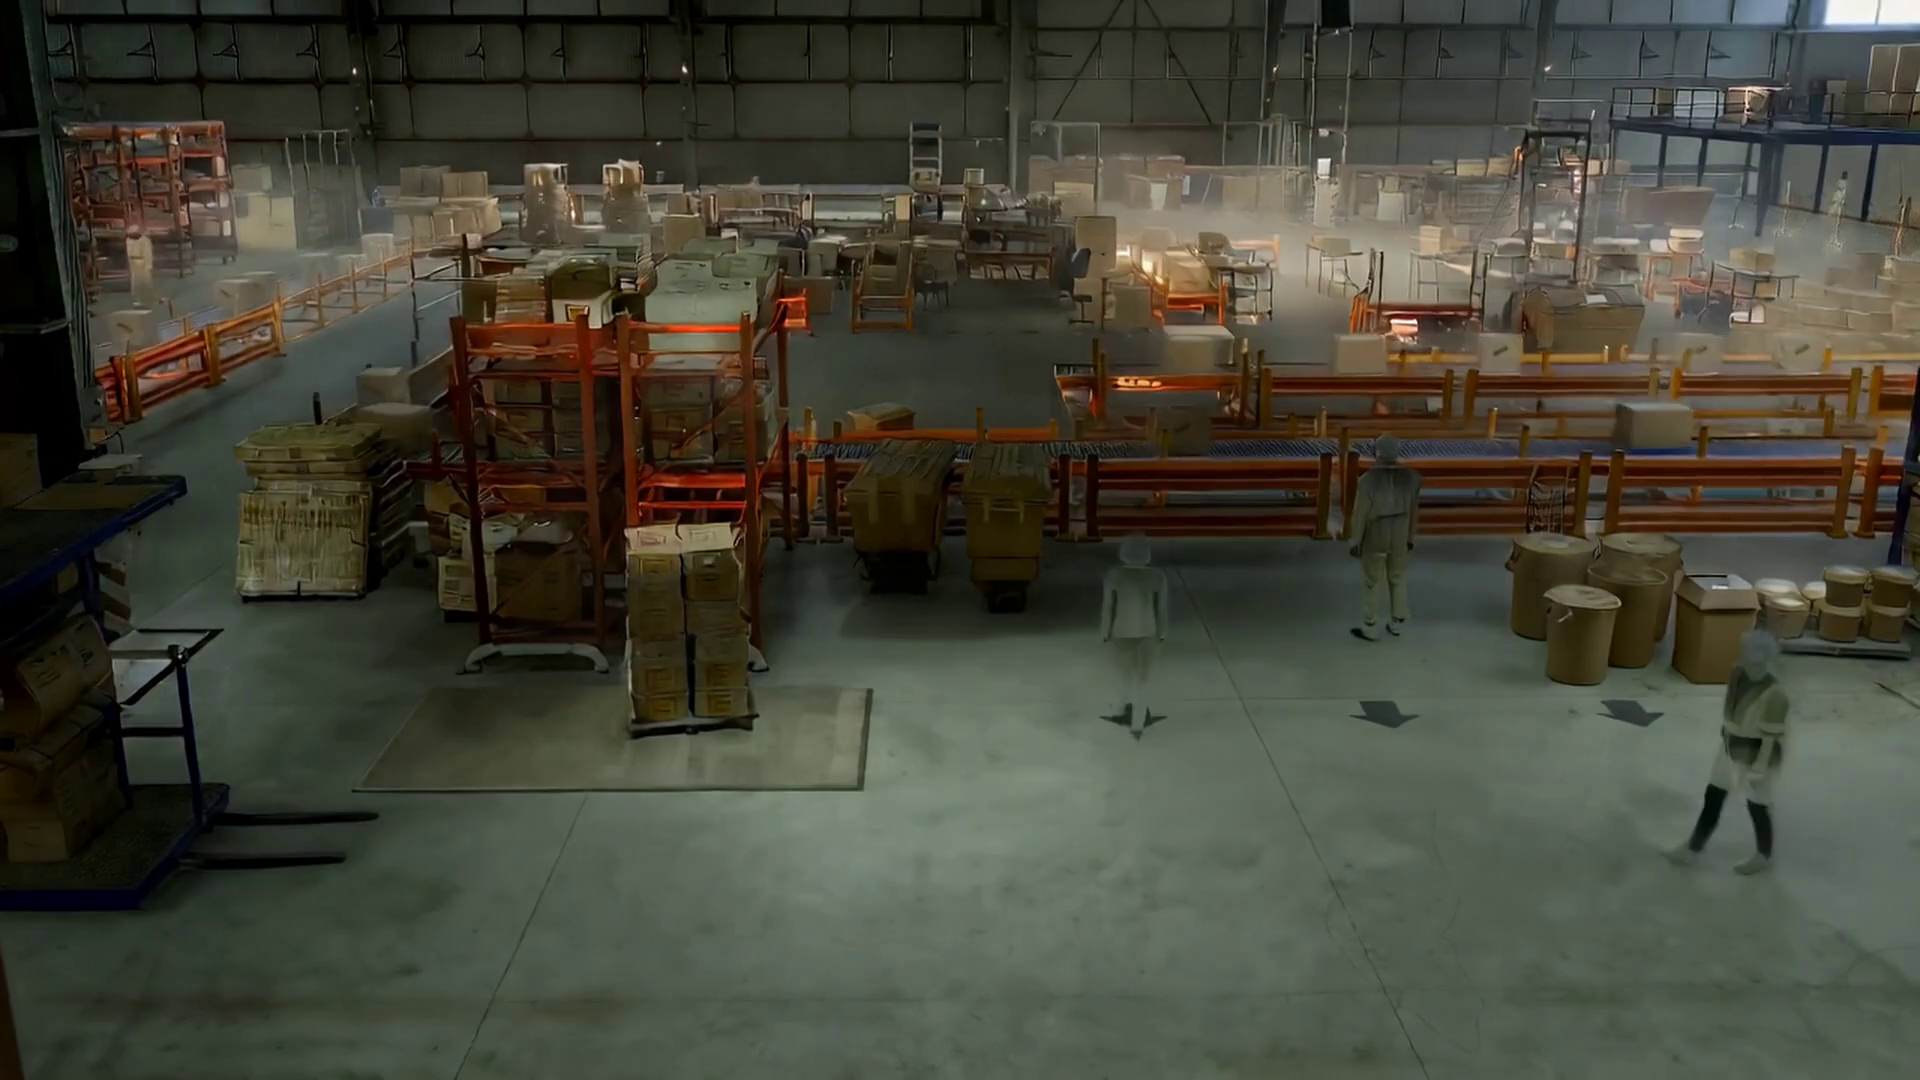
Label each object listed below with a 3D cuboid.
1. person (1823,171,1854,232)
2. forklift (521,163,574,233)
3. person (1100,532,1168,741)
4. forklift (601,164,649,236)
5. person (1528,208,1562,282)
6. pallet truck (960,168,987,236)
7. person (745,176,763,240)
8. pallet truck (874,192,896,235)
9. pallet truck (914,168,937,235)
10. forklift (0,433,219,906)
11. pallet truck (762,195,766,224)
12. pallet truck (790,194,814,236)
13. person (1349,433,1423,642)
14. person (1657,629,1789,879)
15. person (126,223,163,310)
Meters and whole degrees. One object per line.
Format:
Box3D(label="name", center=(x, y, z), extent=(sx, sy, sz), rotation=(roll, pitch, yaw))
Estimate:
Box3D(label="person", center=(27.124, -10.423, 51.194), extent=(0.597, 1.826, 1.025), rotation=(-11, 19, -32))
Box3D(label="forklift", center=(-12.233, -10.122, 49.298), extent=(1.157, 1.987, 2.680), rotation=(0, 16, -1))
Box3D(label="person", center=(1.333, 0.716, 12.838), extent=(0.520, 1.613, 0.565), rotation=(0, 16, -1))
Box3D(label="forklift", center=(-9.948, -10.127, 49.296), extent=(1.157, 1.987, 2.680), rotation=(-1, 16, -3))
Box3D(label="person", center=(13.964, -7.148, 39.509), extent=(1.050, 1.986, 0.630), rotation=(11, 19, 32))
Box3D(label="pallet truck", center=(0.383, -10.230, 50.206), extent=(0.823, 1.965, 1.885), rotation=(-1, 16, -3))
Box3D(label="person", center=(-5.913, -9.486, 47.800), extent=(0.610, 1.891, 0.662), rotation=(-12, 20, -35))
Box3D(label="pallet truck", center=(-2.277, -9.986, 50.594), extent=(0.653, 1.274, 1.630), rotation=(0, 16, -1))
Box3D(label="pallet truck", center=(-0.989, -10.316, 50.507), extent=(0.823, 1.965, 1.885), rotation=(1, 16, 3))
Box3D(label="forklift", center=(-5.952, 0.780, 10.366), extent=(1.873, 2.768, 1.129), rotation=(0, 16, -1))
Box3D(label="pallet truck", center=(-6.051, -9.967, 50.660), extent=(0.680, 1.201, 1.601), rotation=(0, 16, -1))
Box3D(label="pallet truck", center=(-4.814, -9.883, 50.259), extent=(0.704, 1.261, 1.522), rotation=(-1, 16, -3))
Box3D(label="person", center=(3.785, -0.023, 14.902), extent=(0.637, 1.904, 0.403), rotation=(-4, 17, -14))
Box3D(label="person", center=(4.893, 1.363, 10.480), extent=(0.712, 1.662, 0.549), rotation=(-3, 16, -10))
Box3D(label="person", center=(-17.345, -5.826, 35.260), extent=(0.599, 1.798, 0.882), rotation=(2, 16, 9))
